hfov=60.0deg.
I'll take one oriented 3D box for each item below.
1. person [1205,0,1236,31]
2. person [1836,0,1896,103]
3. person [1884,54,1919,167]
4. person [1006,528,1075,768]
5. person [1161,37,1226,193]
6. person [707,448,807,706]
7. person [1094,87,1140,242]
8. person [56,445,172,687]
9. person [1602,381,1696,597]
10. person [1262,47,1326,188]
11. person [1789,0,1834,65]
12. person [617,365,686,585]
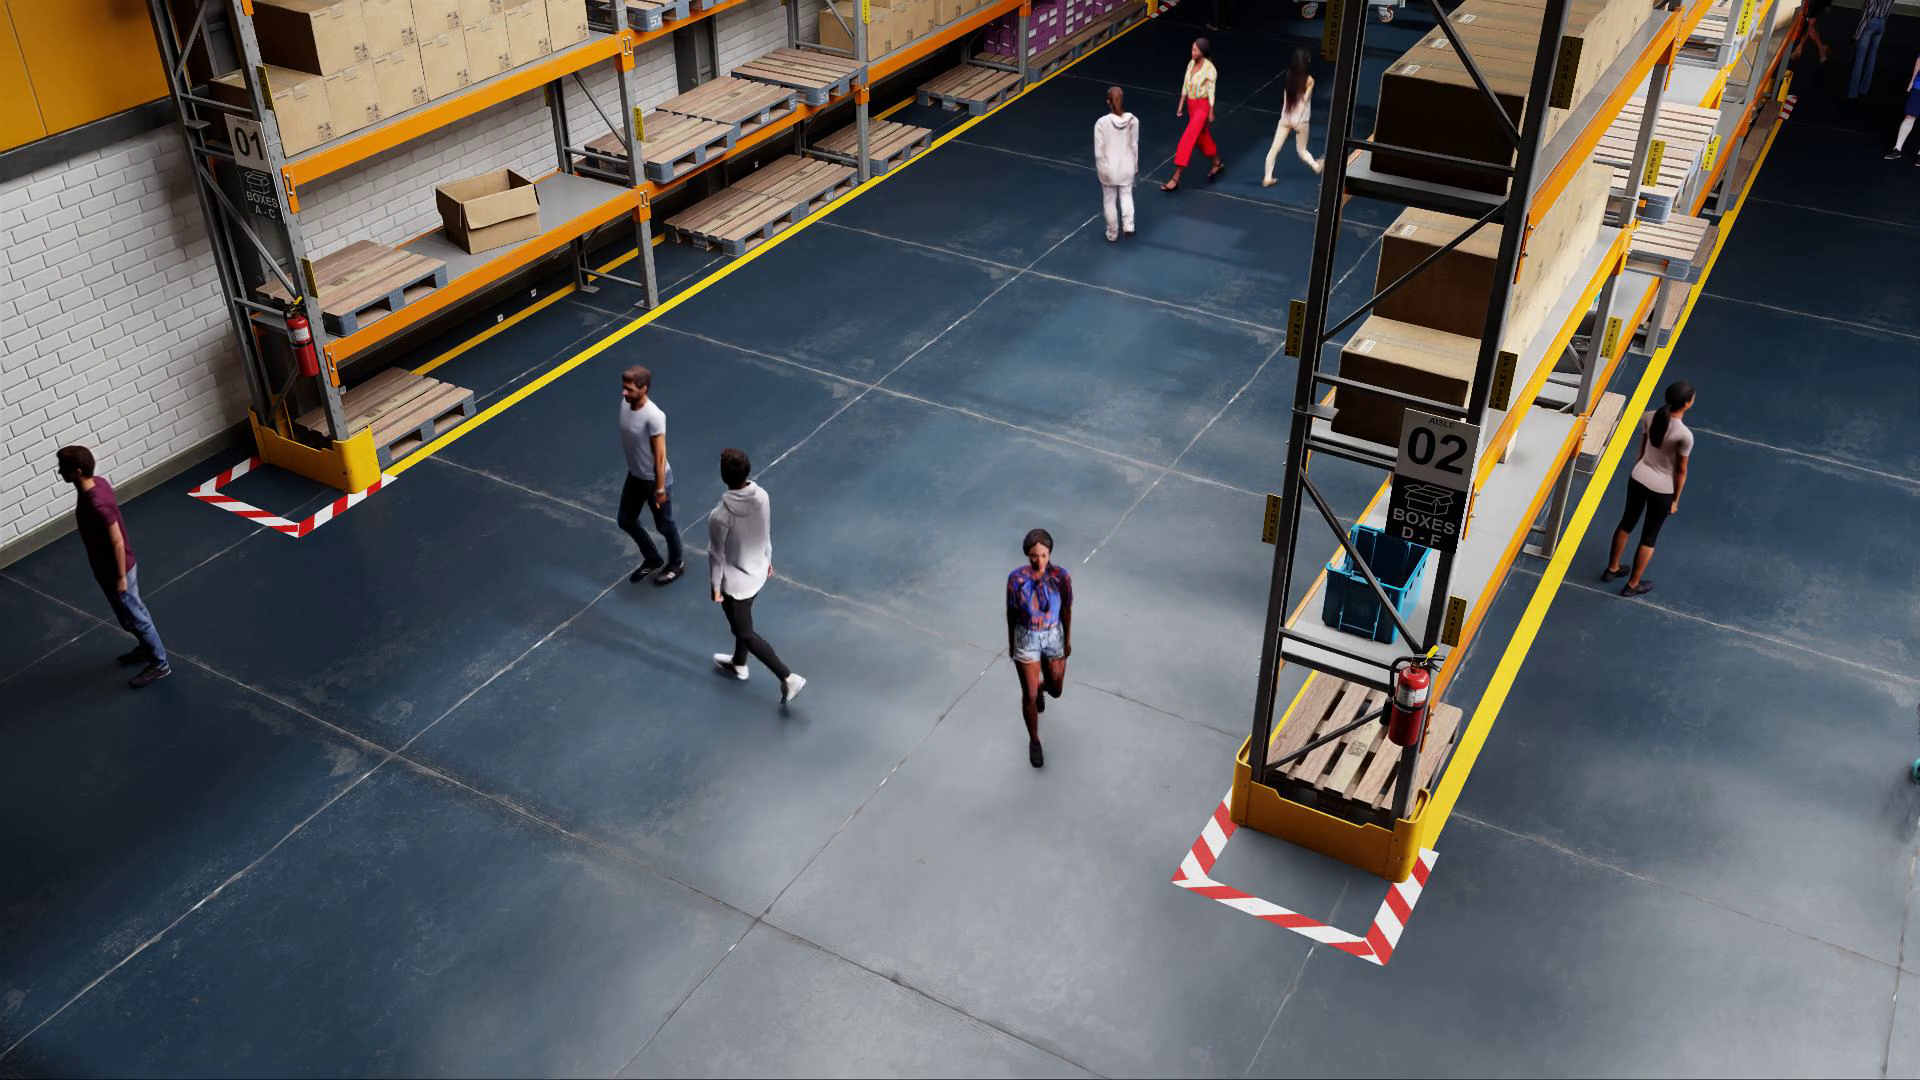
[{"bbox_3d":[3.881,-8.442,24.423,0.768,1.815,0.820,-8,34,-11],"label":"person"},{"bbox_3d":[11.887,-6.621,21.701,0.659,1.796,0.758,-14,36,-20],"label":"person"},{"bbox_3d":[11.589,-5.410,19.838,0.717,1.842,0.648,27,42,34],"label":"person"},{"bbox_3d":[0.506,0.639,10.838,0.866,1.730,0.971,-3,34,-5],"label":"person"},{"bbox_3d":[2.807,-4.891,19.153,1.251,1.736,0.961,-19,38,-26],"label":"person"},{"bbox_3d":[-1.401,0.277,11.227,0.801,1.903,1.088,22,39,29],"label":"person"},{"bbox_3d":[1.689,-3.970,17.828,0.836,1.669,0.899,-1,34,-2],"label":"person"},{"bbox_3d":[-5.833,0.155,11.456,0.711,1.852,0.742,-20,39,-27],"label":"person"},{"bbox_3d":[5.143,-0.393,12.377,0.691,1.744,0.675,-18,37,-24],"label":"person"},{"bbox_3d":[3.939,-4.892,19.257,0.727,1.623,1.043,25,41,32],"label":"person"},{"bbox_3d":[11.866,-7.325,22.920,0.948,1.619,0.893,-20,39,-28],"label":"person"},{"bbox_3d":[-2.255,-0.504,12.447,0.716,1.852,0.730,26,41,33],"label":"person"}]
